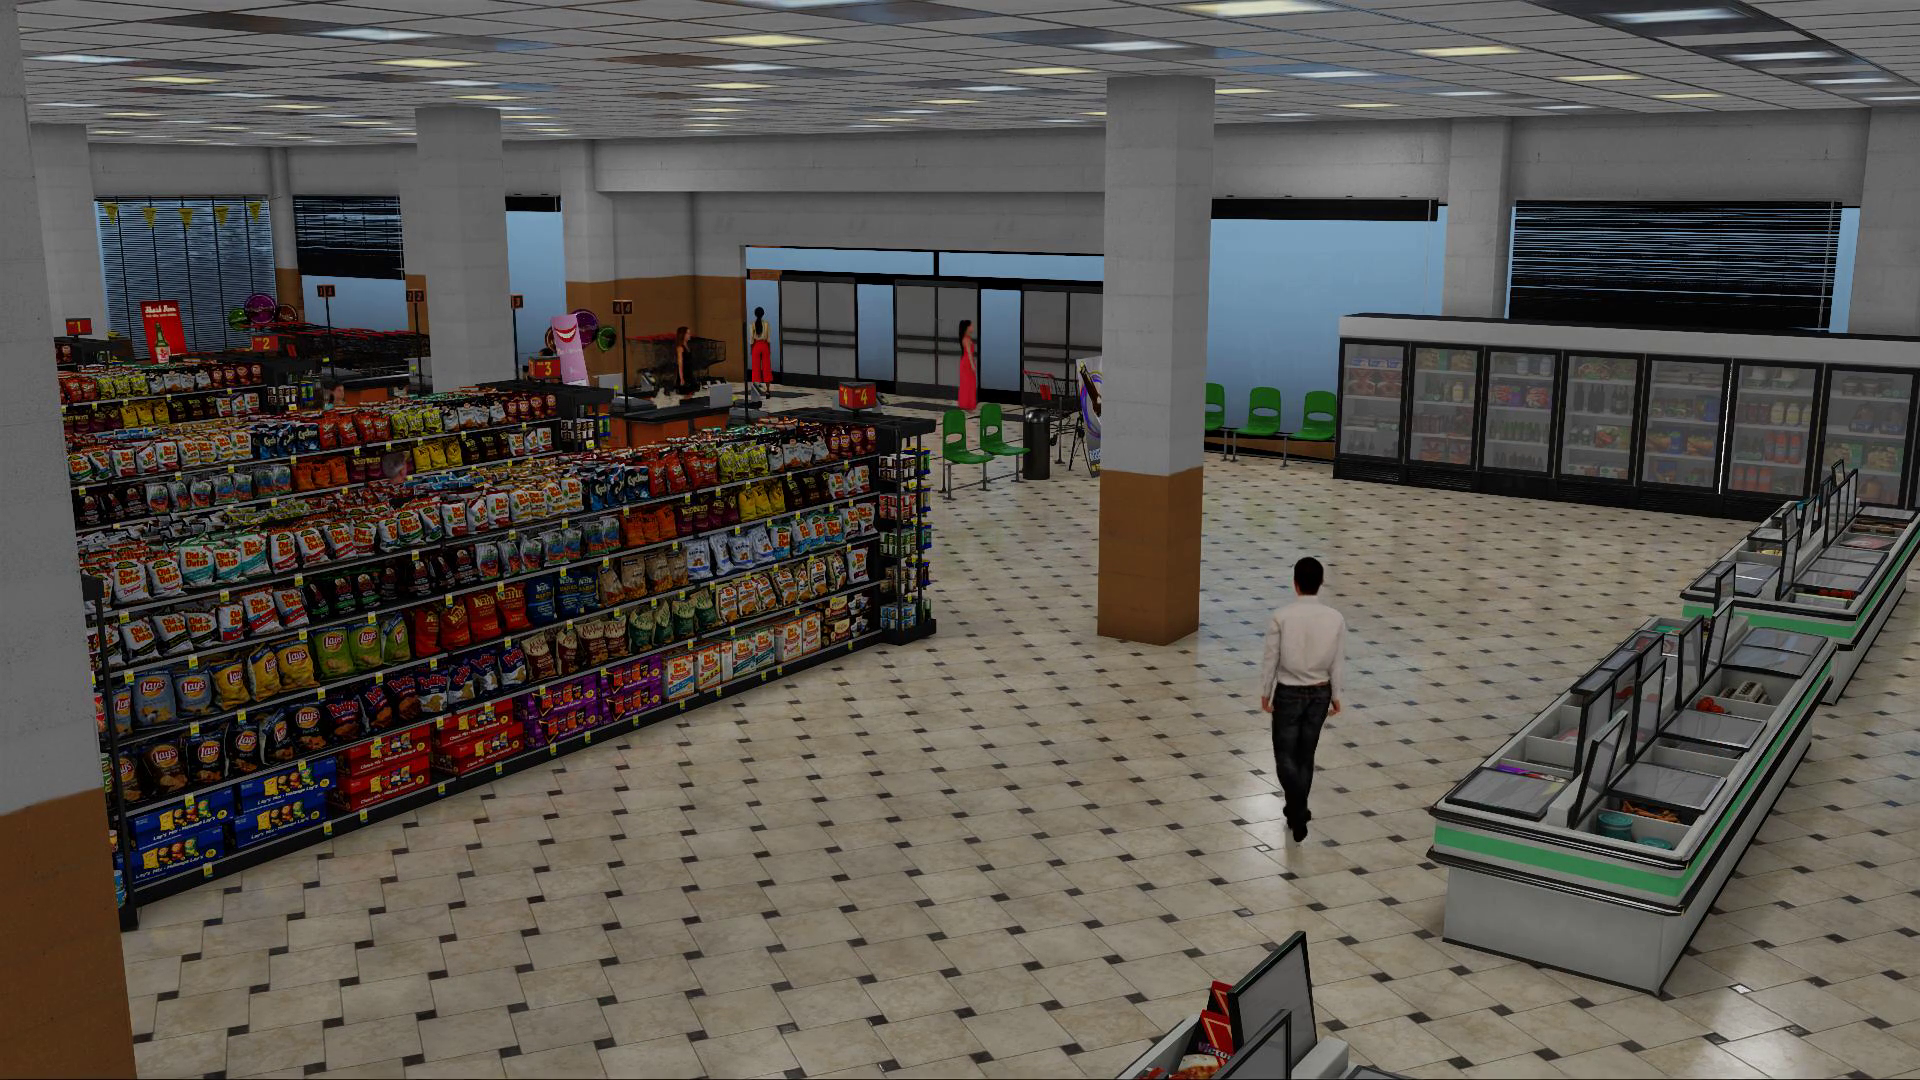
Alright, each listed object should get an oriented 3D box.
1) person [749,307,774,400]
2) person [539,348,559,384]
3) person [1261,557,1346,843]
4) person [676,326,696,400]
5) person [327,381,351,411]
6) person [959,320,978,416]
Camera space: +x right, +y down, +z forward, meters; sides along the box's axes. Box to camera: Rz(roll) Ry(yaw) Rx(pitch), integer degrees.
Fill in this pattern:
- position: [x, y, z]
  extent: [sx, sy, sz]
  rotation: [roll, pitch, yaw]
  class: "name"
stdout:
- position: [-3.915, -3.671, 32.619]
  extent: [0.668, 1.792, 0.744]
  rotation: [-3, 12, -15]
  class: "person"
- position: [-6.381, -2.155, 25.776]
  extent: [0.644, 1.645, 0.510]
  rotation: [8, 15, 35]
  class: "person"
- position: [2.140, 1.020, 10.343]
  extent: [1.005, 1.793, 1.136]
  rotation: [0, 12, 1]
  class: "person"
- position: [-4.613, -2.593, 27.413]
  extent: [0.817, 1.828, 0.785]
  rotation: [2, 12, 10]
  class: "person"
- position: [-8.274, -1.334, 22.134]
  extent: [0.711, 1.539, 0.953]
  rotation: [6, 13, 25]
  class: "person"
- position: [0.100, -3.149, 30.310]
  extent: [0.788, 1.722, 0.714]
  rotation: [-1, 12, -6]
  class: "person"
